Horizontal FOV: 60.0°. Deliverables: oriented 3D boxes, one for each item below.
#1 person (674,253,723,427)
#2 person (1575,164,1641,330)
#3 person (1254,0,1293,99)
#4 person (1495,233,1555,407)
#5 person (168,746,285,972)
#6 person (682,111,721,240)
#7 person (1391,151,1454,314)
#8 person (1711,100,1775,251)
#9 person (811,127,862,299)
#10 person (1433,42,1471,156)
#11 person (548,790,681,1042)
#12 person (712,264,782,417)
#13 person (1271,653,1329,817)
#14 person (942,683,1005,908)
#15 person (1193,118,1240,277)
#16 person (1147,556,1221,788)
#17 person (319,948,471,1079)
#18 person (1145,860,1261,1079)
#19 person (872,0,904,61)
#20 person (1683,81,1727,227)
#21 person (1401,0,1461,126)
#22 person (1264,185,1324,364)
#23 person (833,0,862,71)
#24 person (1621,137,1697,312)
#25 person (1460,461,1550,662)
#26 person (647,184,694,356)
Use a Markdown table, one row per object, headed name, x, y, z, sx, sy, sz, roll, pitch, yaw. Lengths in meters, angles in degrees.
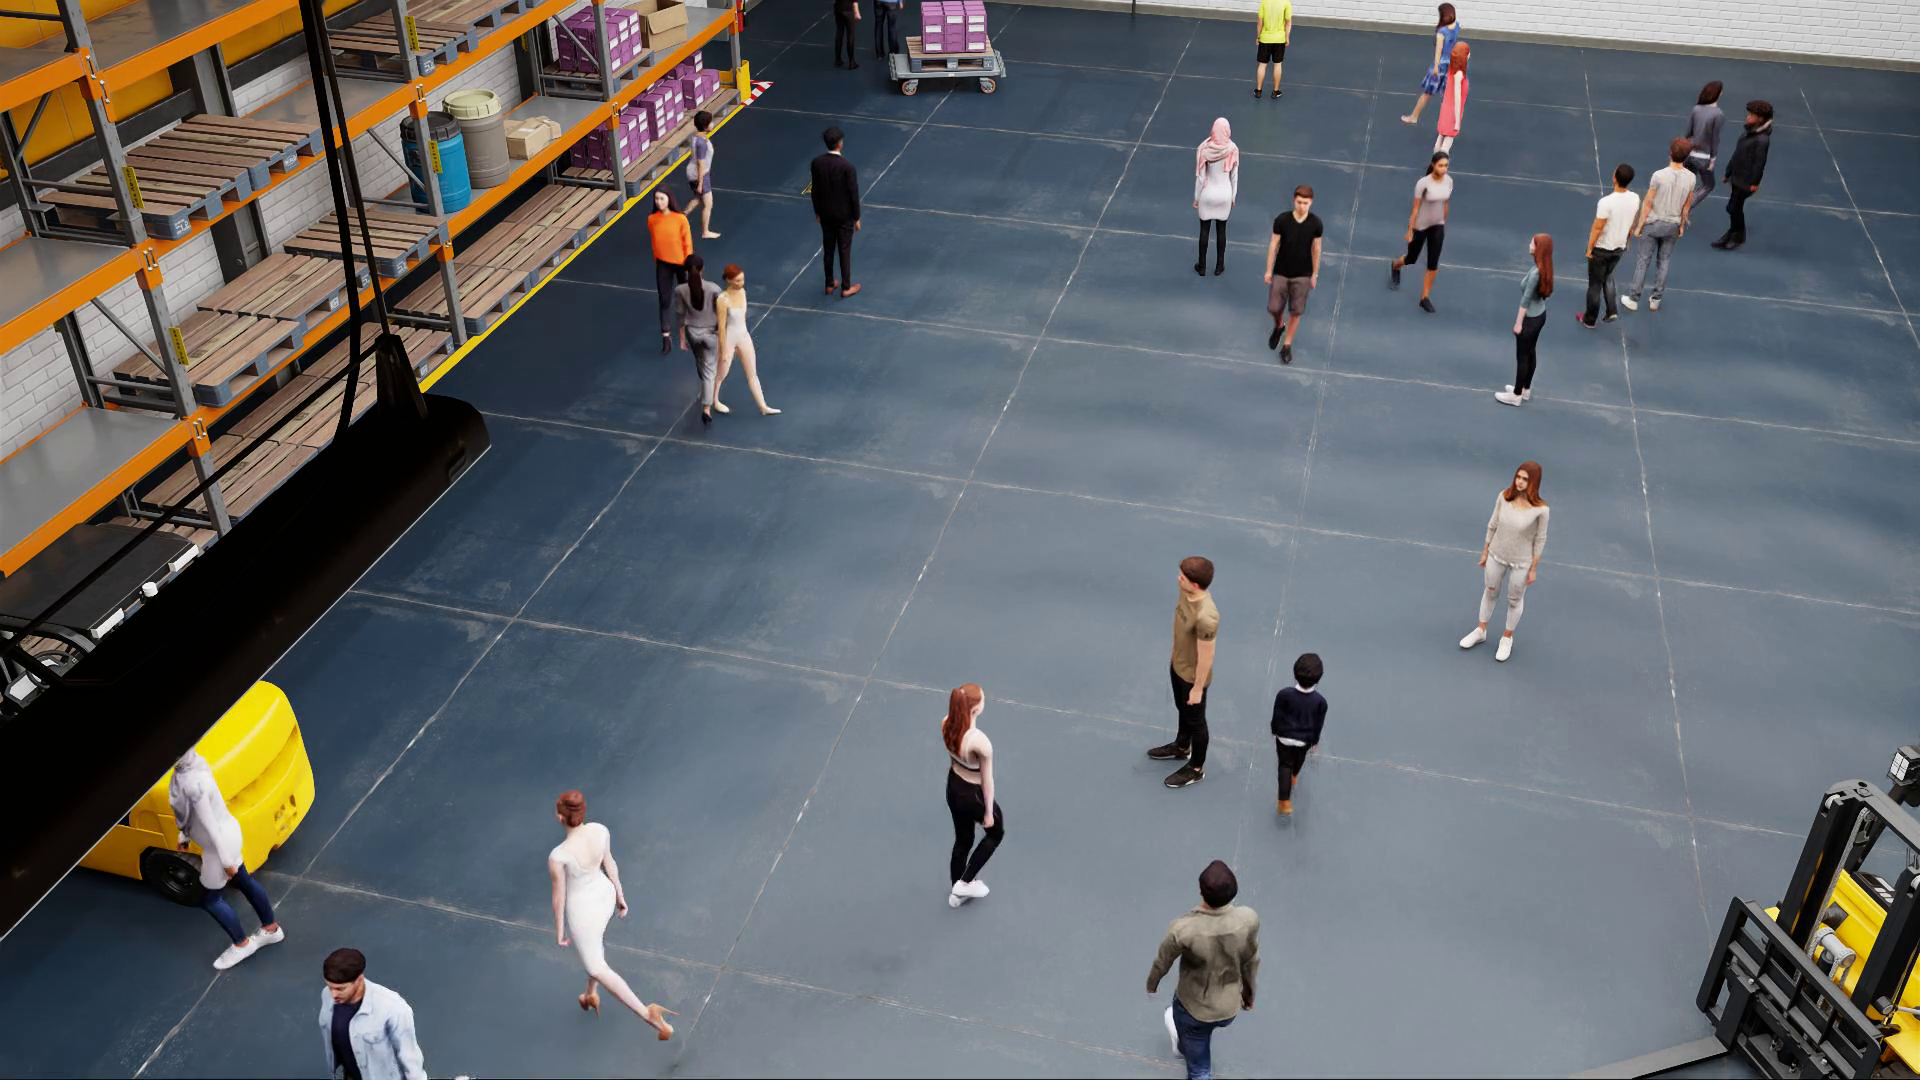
| name | x | y | z | sx | sy | sz | roll | pitch | yaw |
| --- | --- | --- | --- | --- | --- | --- | --- | --- | --- |
| person | -2.419 | -1.849 | 15.683 | 0.725 | 1.623 | 1.108 | 4 | 34 | 5 |
| person | 6.788 | -3.008 | 17.267 | 0.832 | 1.801 | 0.890 | -11 | 35 | -16 |
| person | 4.433 | -7.126 | 23.545 | 0.608 | 1.709 | 0.511 | 8 | 35 | 12 |
| person | 5.483 | -2.112 | 15.972 | 0.694 | 1.741 | 0.583 | 23 | 40 | 31 |
| person | -4.390 | 1.807 | 10.063 | 0.837 | 1.757 | 0.772 | -15 | 36 | -21 |
| person | -3.092 | -4.235 | 19.350 | 0.843 | 1.539 | 0.826 | -10 | 35 | -14 |
| person | 4.970 | -3.364 | 17.876 | 0.956 | 1.719 | 1.162 | -8 | 34 | -12 |
| person | 9.063 | -4.153 | 19.026 | 0.769 | 1.761 | 0.646 | -2 | 34 | -3 |
| person | -1.350 | -3.550 | 18.009 | 0.734 | 1.881 | 0.599 | 14 | 36 | 20 |
| person | 6.085 | -5.273 | 20.650 | 0.694 | 1.828 | 0.526 | 0 | 34 | 1 |
| person | -2.030 | 2.182 | 9.489 | 0.921 | 1.767 | 1.051 | 22 | 39 | 29 |
| person | -2.213 | -1.893 | 15.773 | 0.844 | 1.598 | 0.992 | 21 | 39 | 28 |
| person | 2.286 | 1.327 | 11.277 | 0.563 | 1.211 | 0.864 | 4 | 34 | 6 |
| person | -0.009 | 1.646 | 10.329 | 0.748 | 1.730 | 0.711 | -25 | 41 | -32 |
| person | 2.833 | -3.812 | 18.474 | 0.692 | 1.804 | 0.670 | 1 | 34 | 1 |
| person | 1.591 | 0.875 | 11.381 | 0.801 | 1.849 | 0.673 | -7 | 34 | -10 |
| person | -2.961 | 2.720 | 8.665 | 0.753 | 1.784 | 1.111 | 12 | 35 | 17 |
| person | 1.338 | 2.541 | 8.904 | 1.073 | 1.817 | 1.257 | -8 | 34 | -12 |
| person | -1.114 | -8.140 | 24.973 | 0.691 | 1.817 | 0.605 | 14 | 36 | 20 |
| person | 8.638 | -4.496 | 19.542 | 0.827 | 1.761 | 0.771 | -20 | 39 | -27 |
| person | 6.460 | -6.161 | 22.065 | 1.152 | 1.740 | 1.118 | -24 | 41 | -32 |
| person | 3.367 | -2.736 | 16.808 | 0.717 | 1.857 | 0.778 | 6 | 34 | 9 |
| person | -1.725 | -7.832 | 24.672 | 0.625 | 1.638 | 0.594 | 20 | 38 | 27 |
| person | 7.465 | -3.347 | 17.694 | 0.708 | 1.892 | 0.643 | 0 | 34 | 0 |
| person | 4.188 | 0.130 | 12.625 | 0.677 | 1.712 | 0.684 | 25 | 41 | 32 |
| person | -2.903 | -2.837 | 17.093 | 0.705 | 1.710 | 1.113 | 5 | 34 | 8 |
